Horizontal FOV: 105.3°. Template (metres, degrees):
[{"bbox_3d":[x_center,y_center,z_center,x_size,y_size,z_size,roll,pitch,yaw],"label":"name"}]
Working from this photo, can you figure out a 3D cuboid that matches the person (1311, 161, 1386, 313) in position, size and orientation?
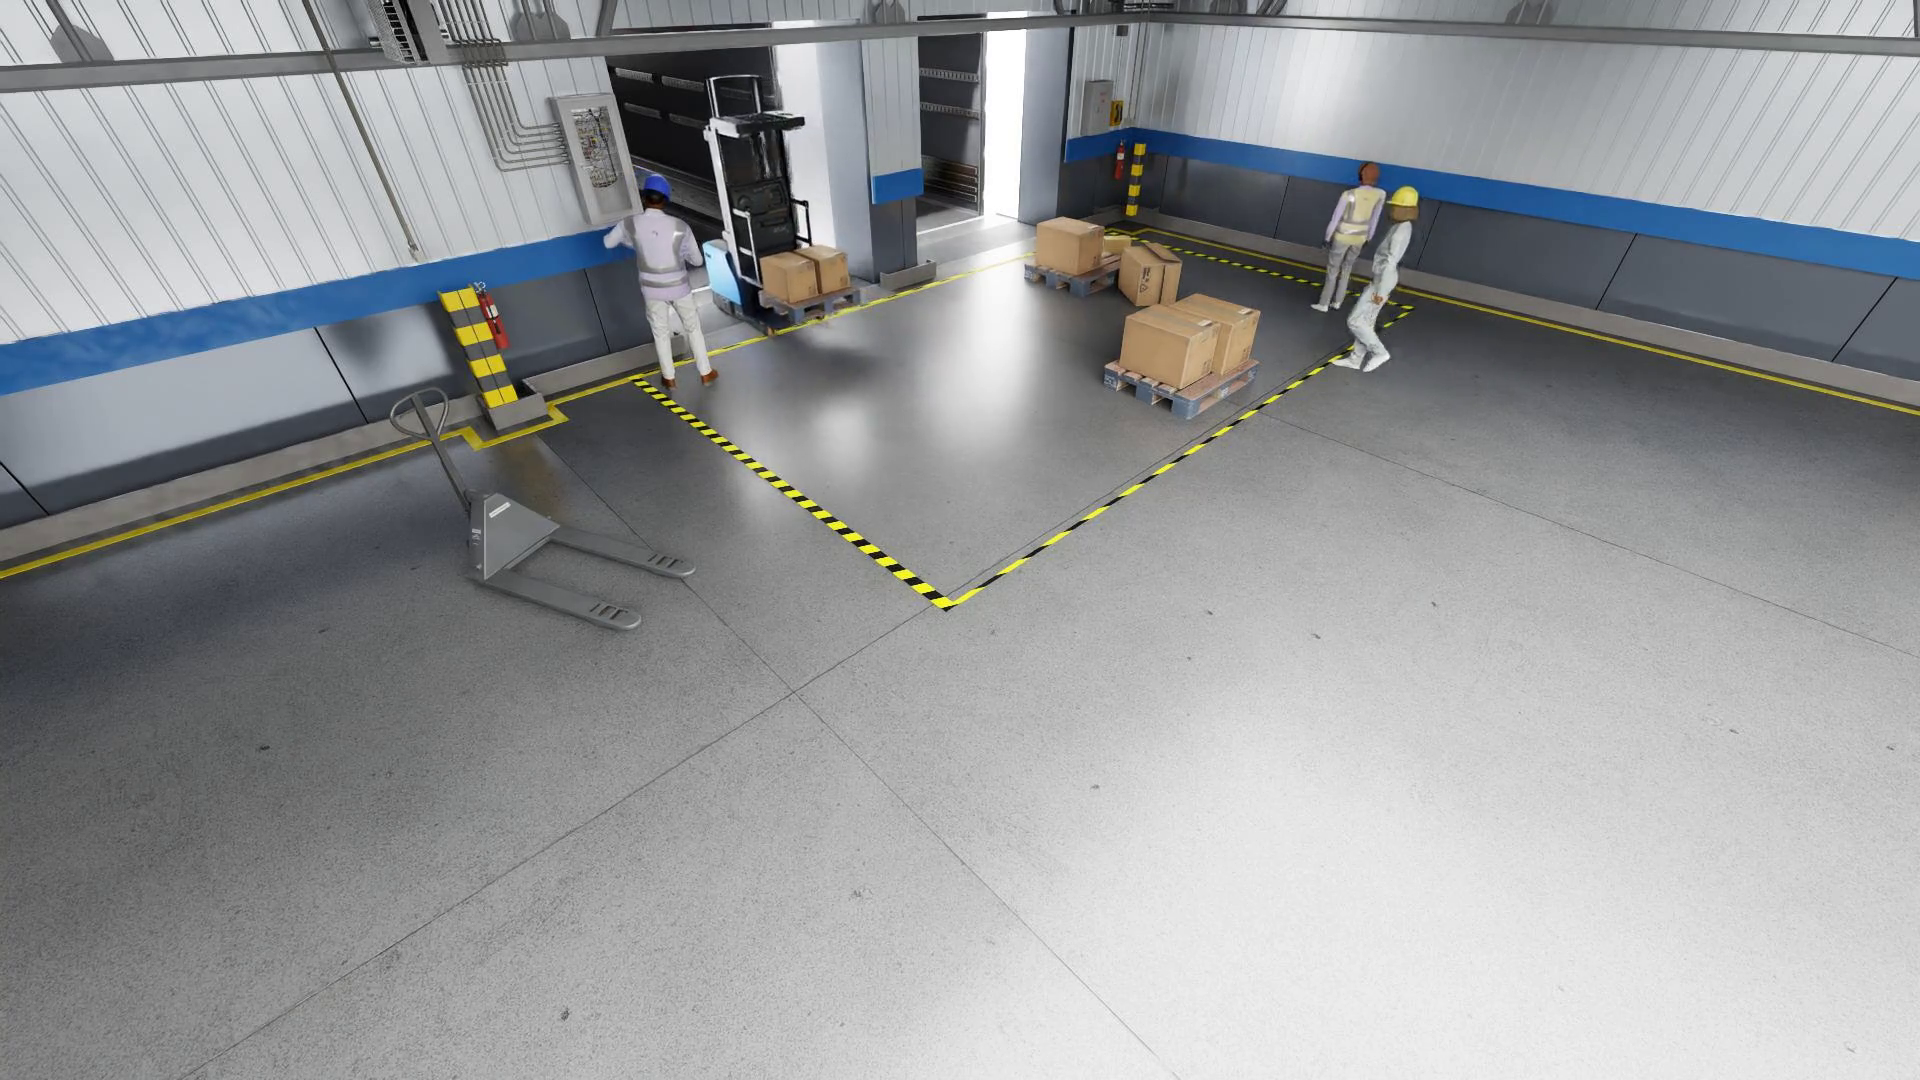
[{"bbox_3d":[4.420,-3.411,8.362,0.537,1.631,0.345,-1,38,-1],"label":"person"}]

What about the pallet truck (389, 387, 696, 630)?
[{"bbox_3d":[-2.613,-0.247,4.593,1.601,1.201,0.680,14,40,17],"label":"pallet truck"}]

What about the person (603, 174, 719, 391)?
[{"bbox_3d":[-2.759,-2.359,6.807,0.796,1.878,0.678,-12,39,-15],"label":"person"}]

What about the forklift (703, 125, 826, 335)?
[{"bbox_3d":[-2.444,-3.586,8.258,0.716,2.013,0.776,-30,47,-33],"label":"forklift"}]

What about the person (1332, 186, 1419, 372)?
[{"bbox_3d":[4.073,-2.425,7.008,0.494,1.734,0.487,21,43,25],"label":"person"}]
